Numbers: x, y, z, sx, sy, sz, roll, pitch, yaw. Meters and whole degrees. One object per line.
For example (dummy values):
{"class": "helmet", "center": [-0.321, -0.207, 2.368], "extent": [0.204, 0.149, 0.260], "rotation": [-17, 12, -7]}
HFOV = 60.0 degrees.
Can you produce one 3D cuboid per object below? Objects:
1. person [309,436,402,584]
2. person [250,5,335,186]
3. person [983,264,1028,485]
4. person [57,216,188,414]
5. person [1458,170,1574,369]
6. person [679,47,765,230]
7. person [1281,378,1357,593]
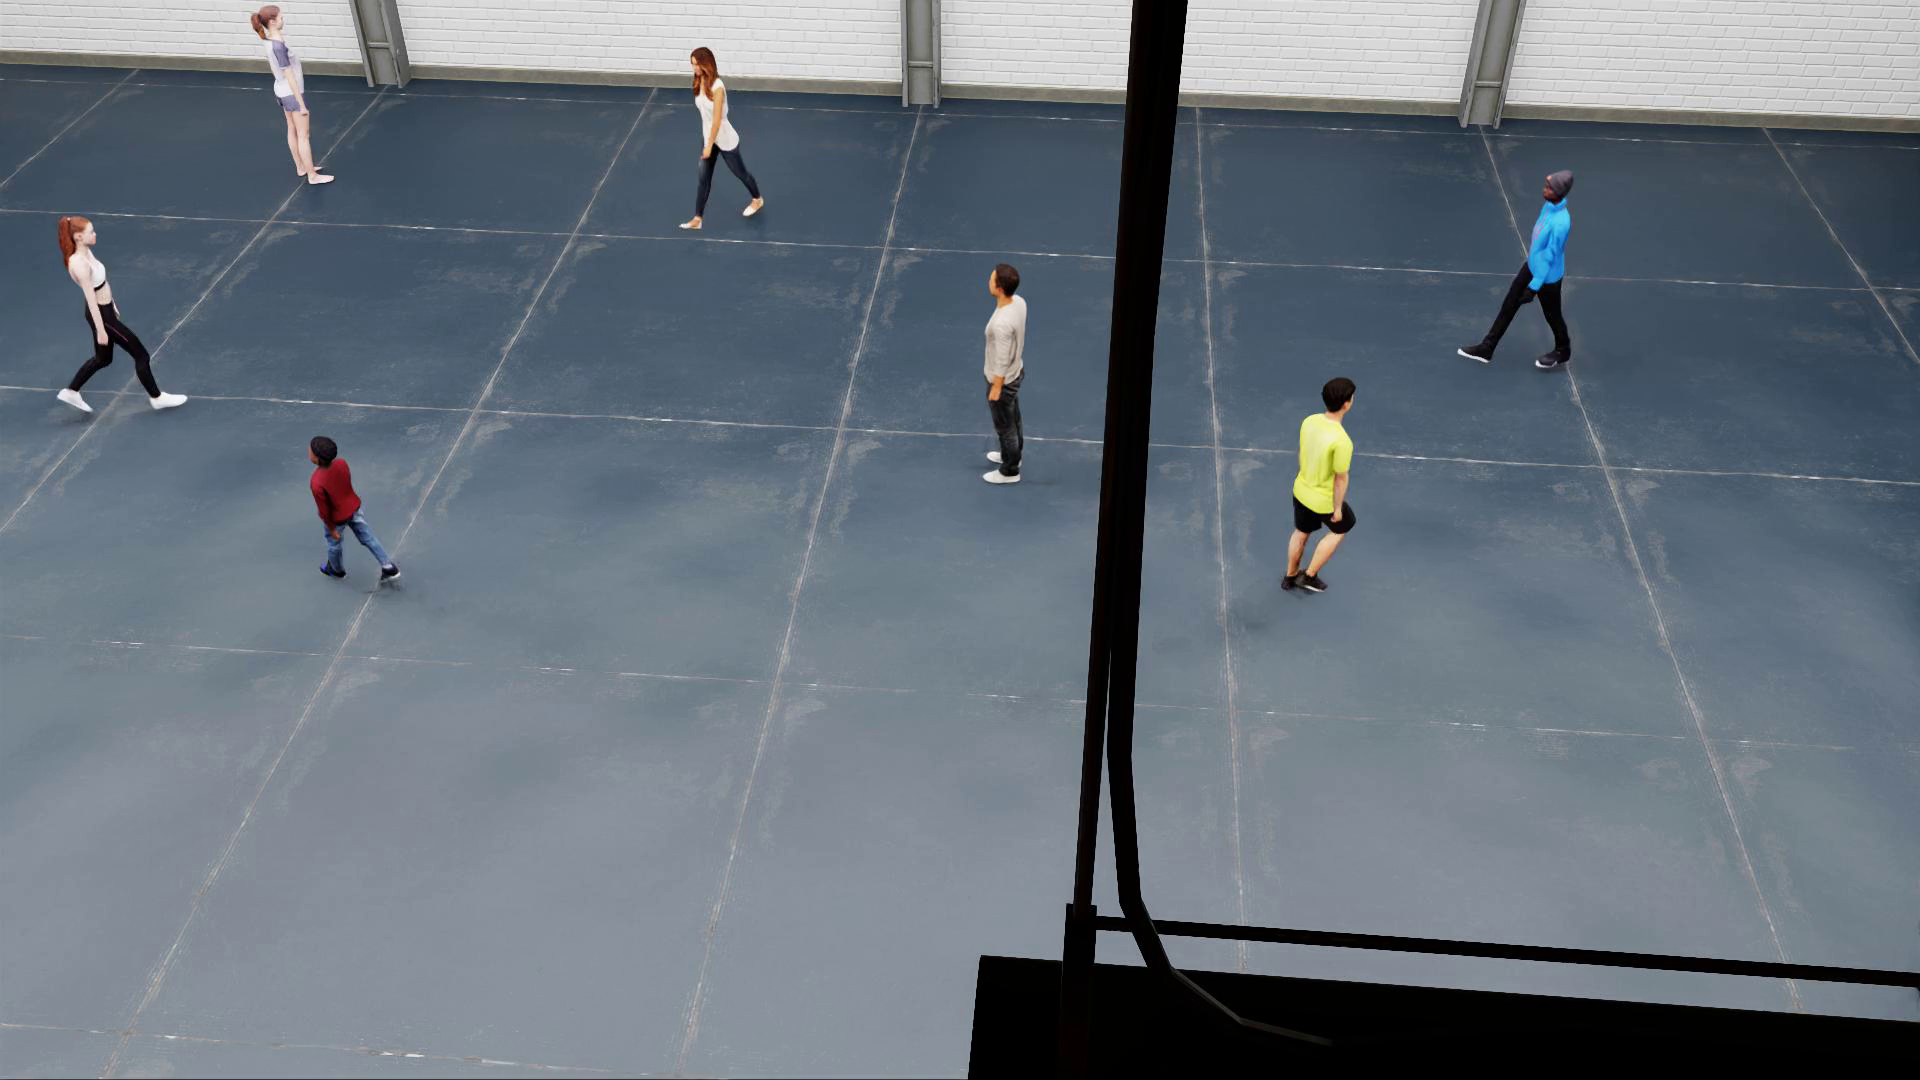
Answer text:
{"class": "person", "center": [-4.209, -0.192, 11.456], "extent": [0.923, 1.252, 0.711], "rotation": [19, 42, 22]}
{"class": "person", "center": [-6.551, -4.358, 16.260], "extent": [0.738, 1.766, 0.679], "rotation": [-27, 46, -30]}
{"class": "person", "center": [0.345, -1.227, 12.304], "extent": [0.577, 1.812, 0.685], "rotation": [8, 39, 10]}
{"class": "person", "center": [-6.777, -1.695, 12.971], "extent": [1.225, 1.711, 0.936], "rotation": [-13, 40, -15]}
{"class": "person", "center": [4.817, -2.133, 13.489], "extent": [1.196, 1.748, 0.773], "rotation": [-3, 39, -4]}
{"class": "person", "center": [-2.151, -3.744, 15.522], "extent": [1.148, 1.728, 1.107], "rotation": [30, 47, 32]}
{"class": "person", "center": [2.376, -0.304, 11.243], "extent": [0.819, 1.693, 0.775], "rotation": [-21, 43, -25]}
